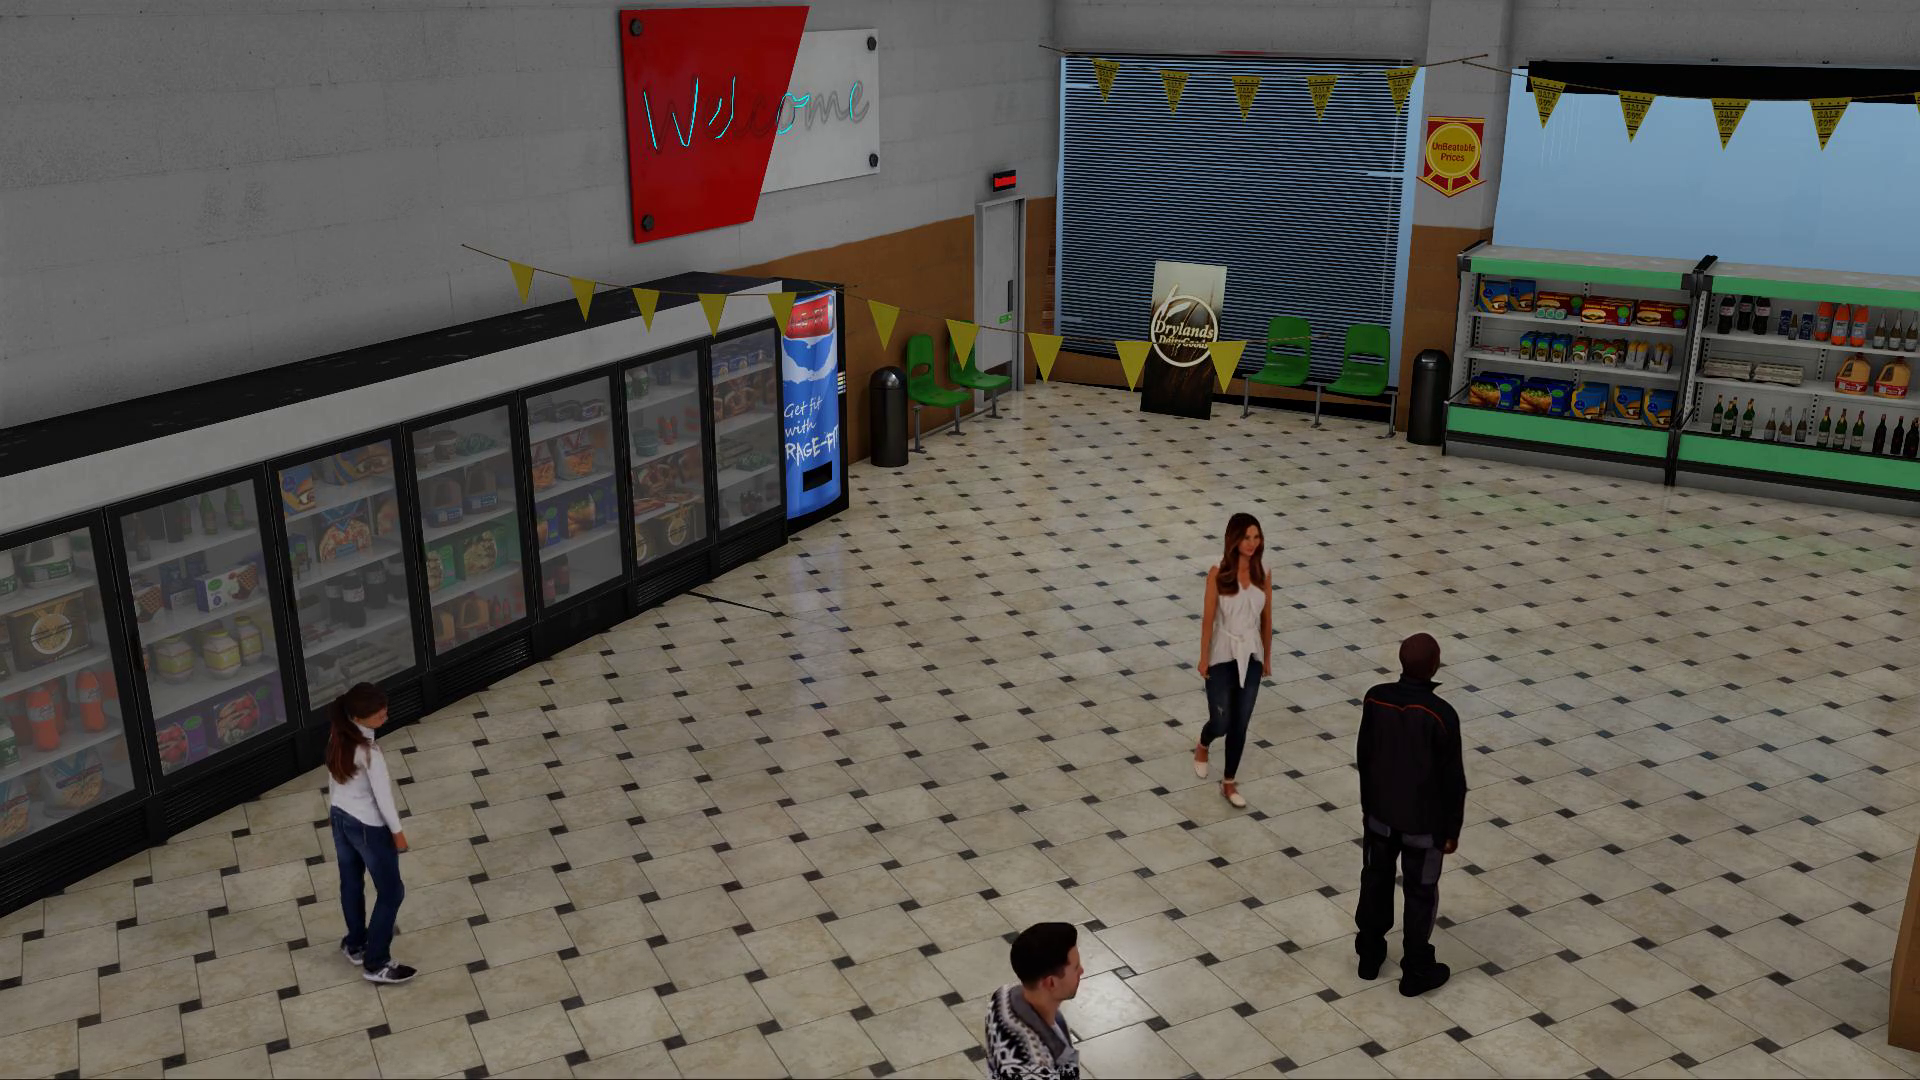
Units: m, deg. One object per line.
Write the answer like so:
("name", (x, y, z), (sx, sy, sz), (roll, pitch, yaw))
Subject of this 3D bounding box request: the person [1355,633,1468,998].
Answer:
("person", (2.119, 1.288, 7.901), (0.605, 1.825, 0.795), (15, 24, 38))

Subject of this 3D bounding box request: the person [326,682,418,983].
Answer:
("person", (-2.954, 1.382, 8.077), (0.451, 1.535, 0.794), (5, 19, 16))

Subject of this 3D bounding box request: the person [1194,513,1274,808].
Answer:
("person", (1.569, 0.678, 9.787), (0.820, 1.775, 0.883), (-6, 19, -16))

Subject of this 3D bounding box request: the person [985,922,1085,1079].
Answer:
("person", (0.139, 2.119, 5.458), (1.311, 1.810, 1.153), (-2, 19, -6))
